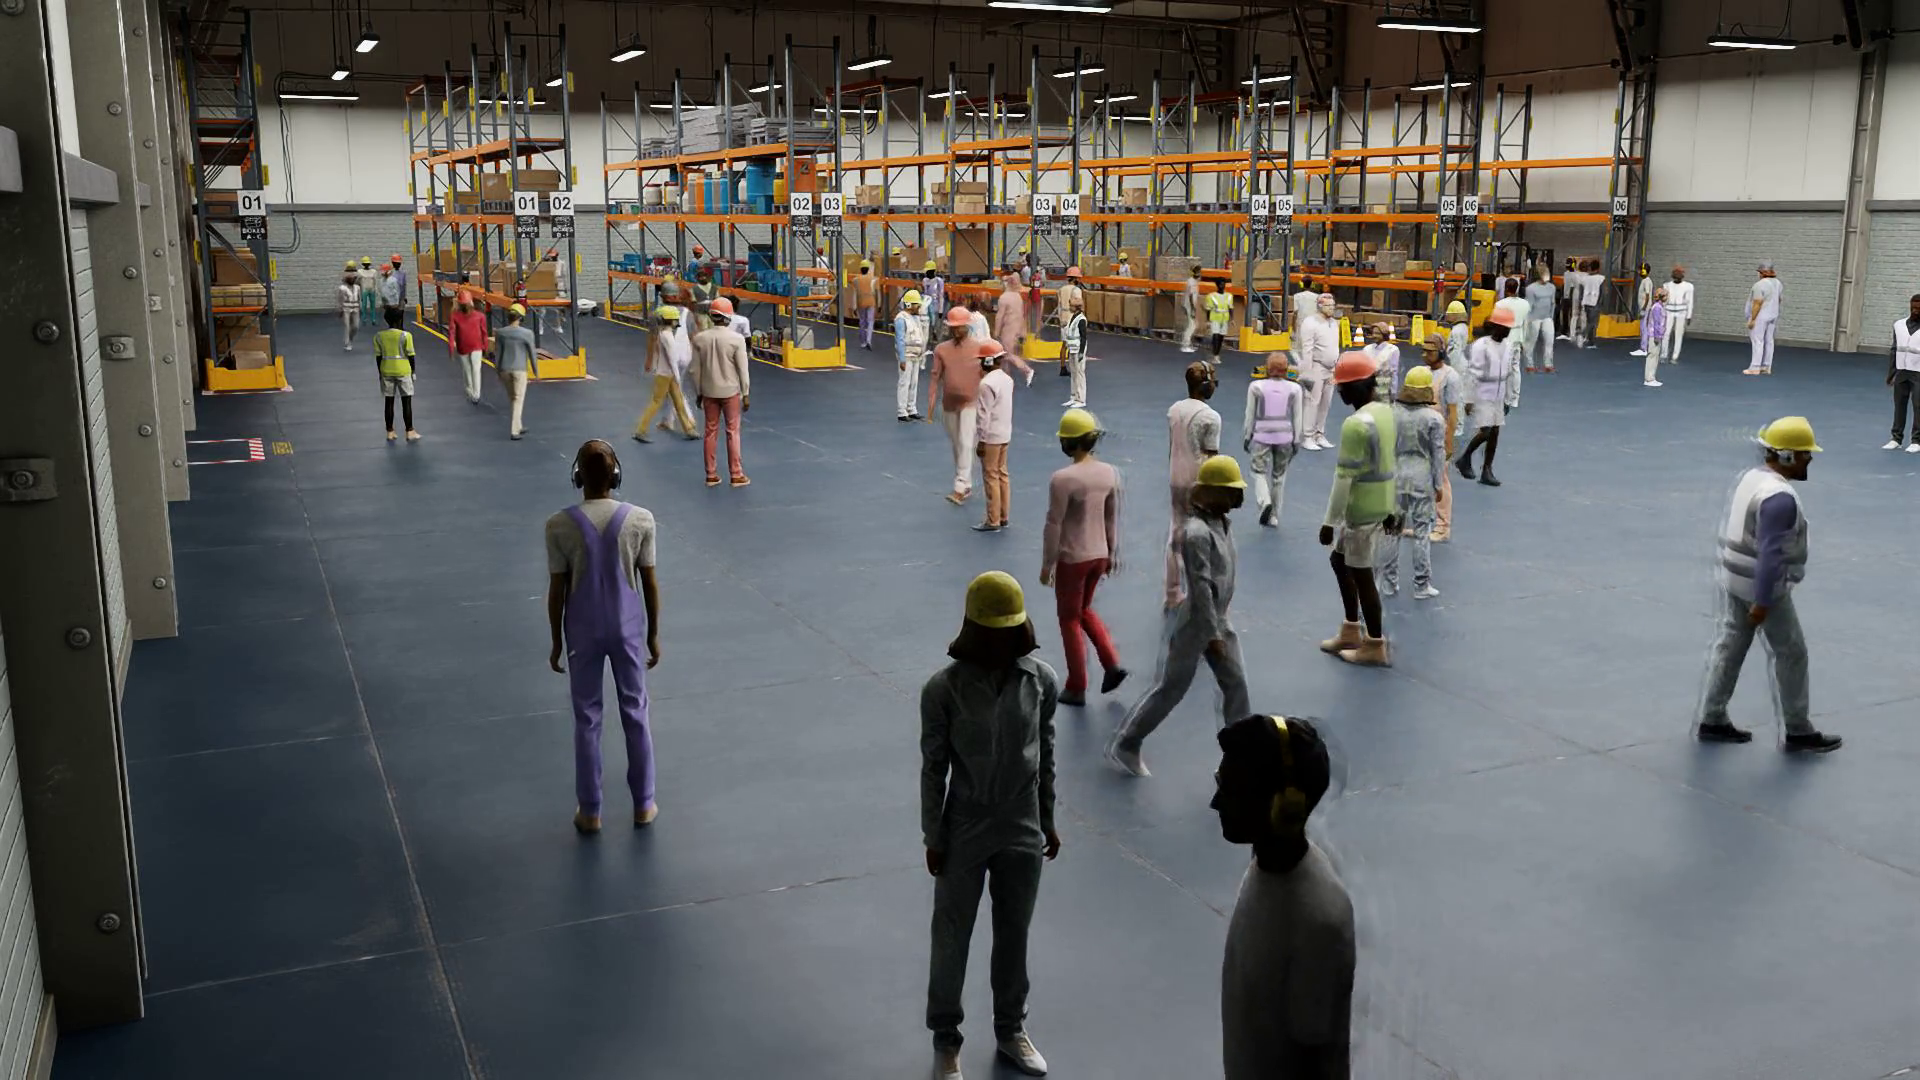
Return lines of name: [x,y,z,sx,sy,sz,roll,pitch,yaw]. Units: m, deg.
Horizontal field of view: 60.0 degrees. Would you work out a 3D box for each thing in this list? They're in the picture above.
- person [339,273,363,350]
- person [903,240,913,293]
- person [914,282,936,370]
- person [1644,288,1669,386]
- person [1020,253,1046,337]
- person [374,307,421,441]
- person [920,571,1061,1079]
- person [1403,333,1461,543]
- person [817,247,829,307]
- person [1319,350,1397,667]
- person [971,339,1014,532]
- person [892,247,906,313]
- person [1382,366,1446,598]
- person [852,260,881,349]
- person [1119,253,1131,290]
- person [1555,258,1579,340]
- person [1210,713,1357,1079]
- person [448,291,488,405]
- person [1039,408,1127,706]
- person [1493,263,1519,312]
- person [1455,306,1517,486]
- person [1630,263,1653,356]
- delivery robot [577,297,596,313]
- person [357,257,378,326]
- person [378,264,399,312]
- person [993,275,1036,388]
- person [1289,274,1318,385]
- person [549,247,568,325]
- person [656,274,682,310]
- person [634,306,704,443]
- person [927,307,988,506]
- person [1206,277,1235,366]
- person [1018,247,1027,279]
person: [-12.946,-4.837,35.198,0.487,1.619,0.567,7,13,33]
person: [-1.633,-8.315,51.830,0.459,2.024,0.634,2,11,11]
person: [-0.710,-3.898,30.433,0.531,1.607,0.776,-1,11,-7]
person: [11.634,-3.382,27.777,0.313,1.633,0.518,6,13,28]
person: [1.533,-5.313,36.531,0.537,2.000,0.682,9,14,39]
person: [-7.130,-2.094,21.058,0.532,1.693,0.319,1,11,6]
person: [0.110,0.950,5.462,0.492,1.742,0.320,-5,12,-22]
person: [4.159,-0.897,14.617,0.340,1.838,0.508,-5,12,-22]
person: [-4.056,-7.597,48.544,0.354,1.883,0.572,8,14,35]
person: [2.473,-0.195,10.570,0.672,2.011,0.627,7,13,32]
person: [0.286,-0.952,15.133,0.341,1.745,0.567,5,12,23]
person: [-1.765,-7.175,46.281,0.587,1.928,0.372,4,12,20]
person: [3.404,-0.434,12.495,0.487,1.744,0.294,8,14,35]
person: [-1.996,-5.006,35.348,0.596,1.892,0.862,1,11,3]
person: [4.577,-7.129,46.460,0.331,1.768,0.527,-4,12,-20]
person: [13.882,-5.486,37.858,0.313,1.864,0.534,-6,13,-28]
person: [0.631,1.264,3.564,0.386,1.859,0.548,-1,11,-4]
person: [-7.462,-2.923,25.261,0.574,1.701,0.939,-2,11,-12]
person: [0.703,0.108,9.729,0.394,1.755,0.528,10,15,42]
person: [11.894,-5.127,36.204,0.510,1.815,0.864,7,13,30]
person: [5.576,-1.506,17.521,0.600,1.909,0.549,-5,12,-24]
person: [13.837,-4.668,33.706,0.326,1.865,0.519,4,12,18]
delivery robot: [-10.460,-6.523,46.230,0.477,0.478,0.707,8,14,35]
person: [-15.139,-6.359,42.551,0.534,1.767,0.319,-8,14,-36]
person: [-12.916,-5.364,37.611,0.637,1.717,0.585,7,13,31]
person: [0.872,-3.407,27.281,0.802,1.875,0.639,5,12,26]
person: [5.753,-3.526,27.921,0.560,1.852,0.394,-4,12,-22]
person: [-10.420,-6.554,42.932,0.618,2.008,0.539,-4,12,-20]
person: [-5.500,-4.156,31.462,0.430,1.714,0.547,11,15,44]
person: [-3.696,-2.075,20.910,0.917,1.717,0.540,-2,11,-11]
person: [-0.032,-1.321,16.476,0.628,1.943,1.005,4,12,21]
person: [4.950,-4.126,31.472,0.539,1.663,0.779,-4,12,-18]
person: [2.042,-8.674,54.317,0.314,1.768,0.527,-2,11,-12]
